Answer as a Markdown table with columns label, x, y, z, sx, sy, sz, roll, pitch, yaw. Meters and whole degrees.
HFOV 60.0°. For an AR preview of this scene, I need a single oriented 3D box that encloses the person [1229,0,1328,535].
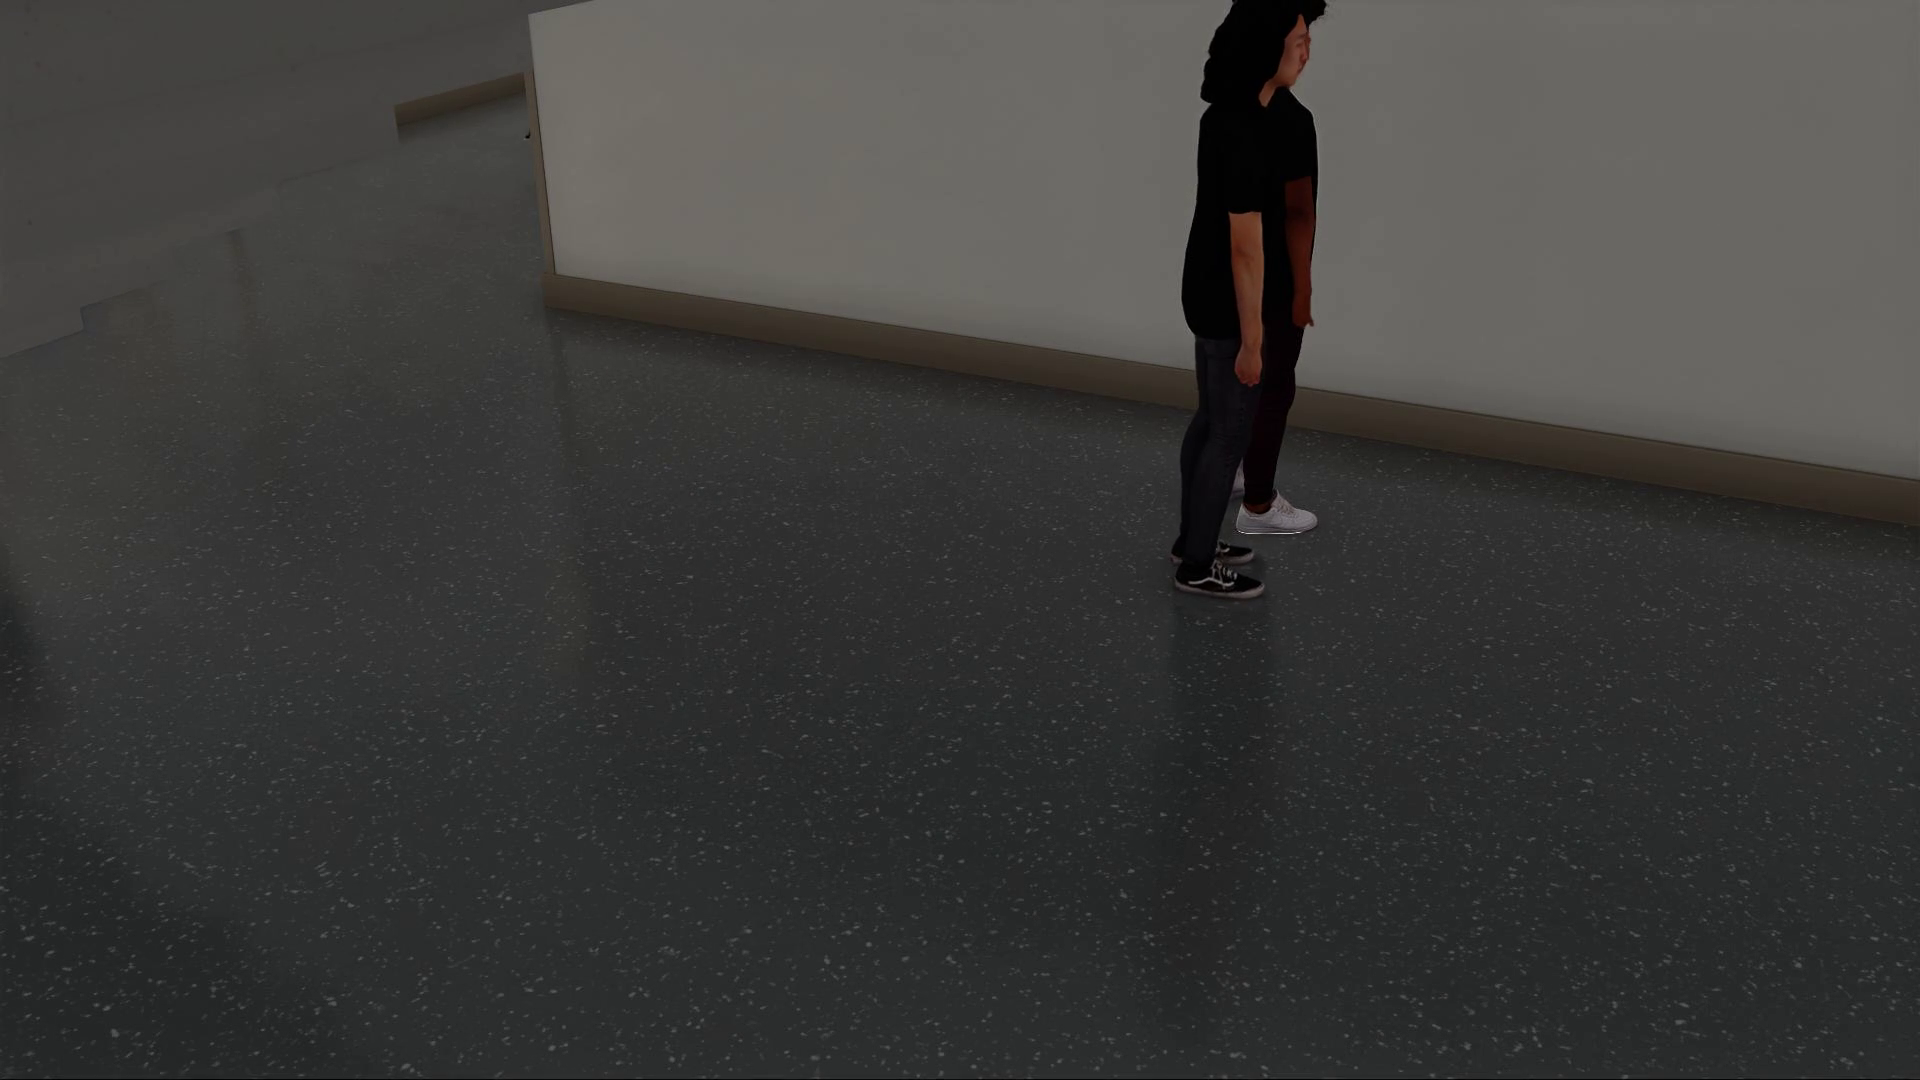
| label | x | y | z | sx | sy | sz | roll | pitch | yaw |
| --- | --- | --- | --- | --- | --- | --- | --- | --- | --- |
| person | 0.978 | -0.904 | 5.403 | 0.778 | 1.785 | 0.710 | -11 | 28 | -21 |

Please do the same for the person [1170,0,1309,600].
| label | x | y | z | sx | sy | sz | roll | pitch | yaw |
| --- | --- | --- | --- | --- | --- | --- | --- | --- | --- |
| person | 0.785 | -0.705 | 4.928 | 0.696 | 1.826 | 0.707 | -1 | 26 | -2 |
